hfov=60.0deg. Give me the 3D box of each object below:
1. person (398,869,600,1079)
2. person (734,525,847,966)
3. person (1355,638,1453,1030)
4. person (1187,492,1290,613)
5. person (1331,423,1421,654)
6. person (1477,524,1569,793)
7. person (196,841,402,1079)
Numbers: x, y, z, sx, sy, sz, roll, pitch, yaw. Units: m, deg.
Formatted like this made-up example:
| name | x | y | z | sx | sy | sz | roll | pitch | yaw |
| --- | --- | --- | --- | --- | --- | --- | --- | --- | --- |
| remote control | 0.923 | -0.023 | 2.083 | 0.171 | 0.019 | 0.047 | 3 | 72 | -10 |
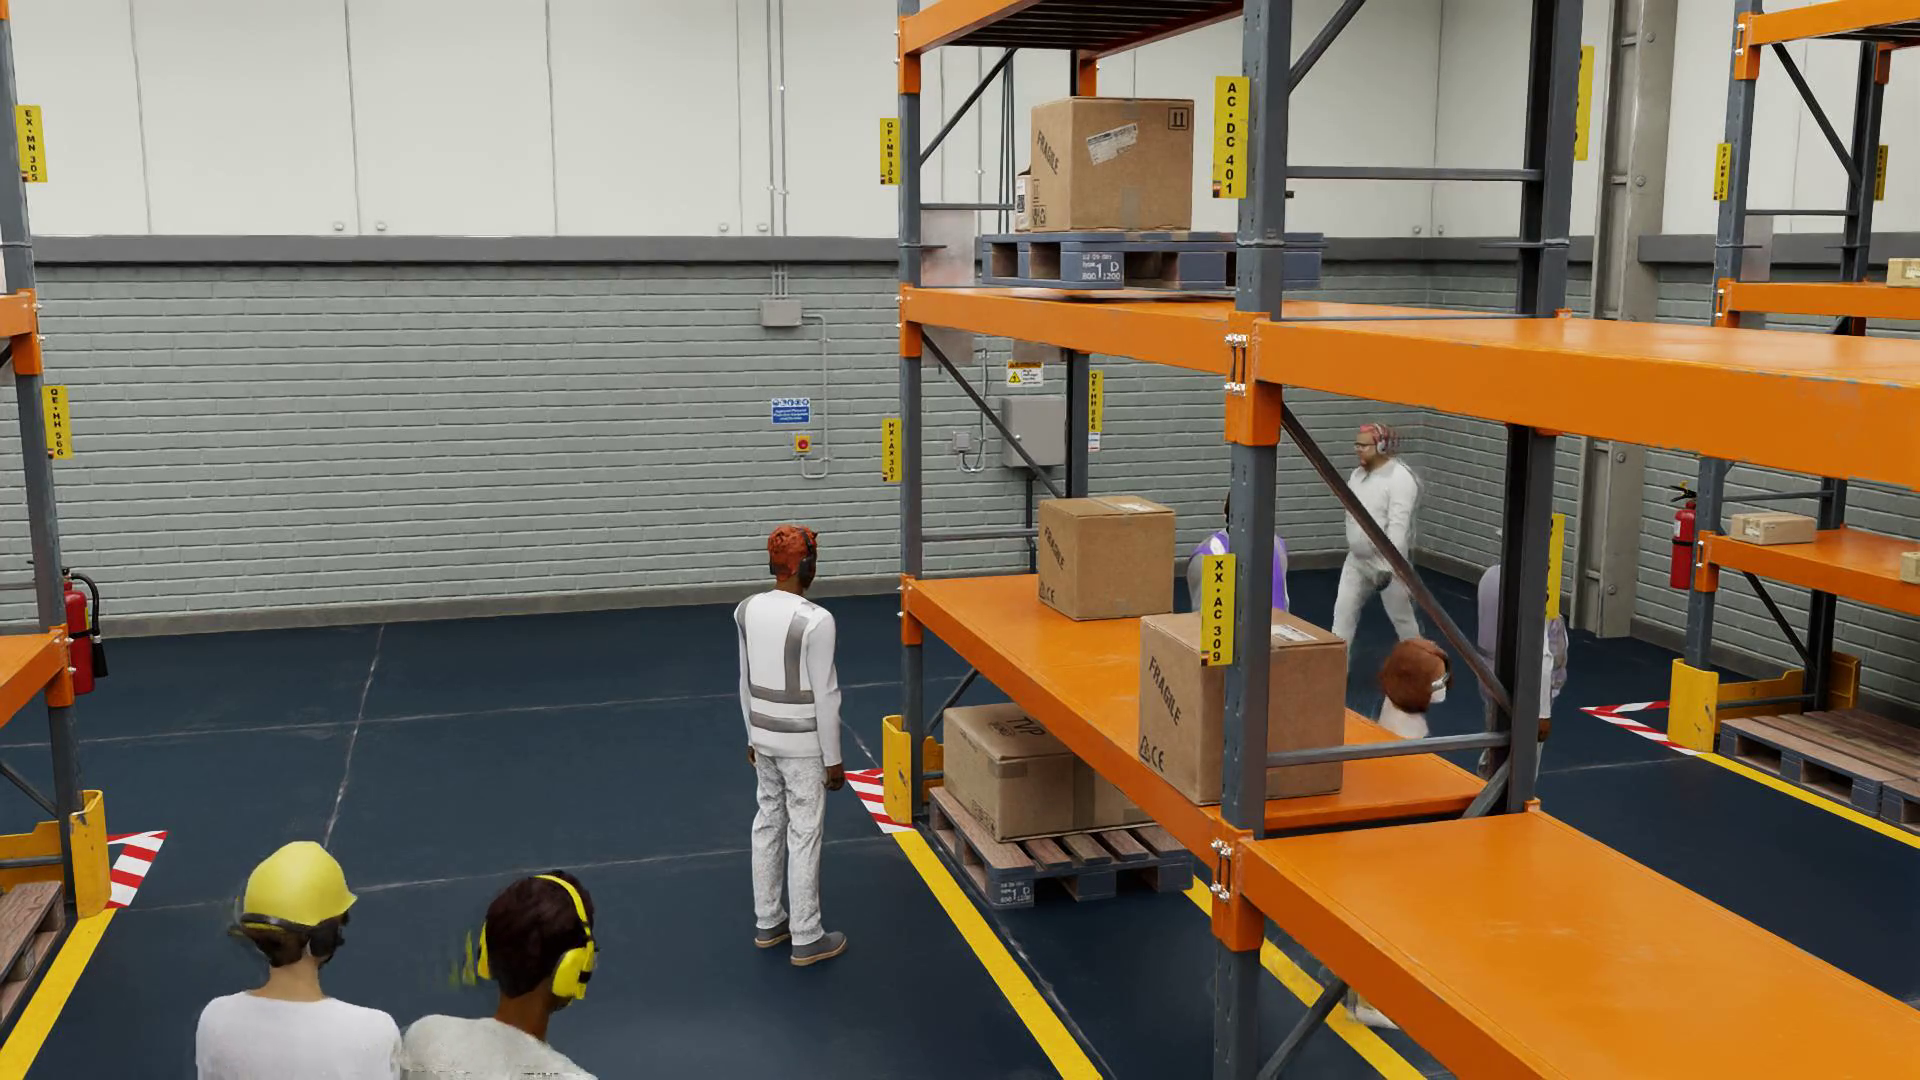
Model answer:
| name | x | y | z | sx | sy | sz | roll | pitch | yaw |
| --- | --- | --- | --- | --- | --- | --- | --- | --- | --- |
| person | -0.889 | 1.552 | 3.295 | 0.562 | 1.837 | 0.436 | 5 | 11 | 28 |
| person | -0.717 | 0.866 | 7.103 | 0.575 | 1.880 | 0.358 | 9 | 13 | 42 |
| person | 1.686 | 1.137 | 6.310 | 0.376 | 1.602 | 0.537 | 3 | 10 | 16 |
| person | 1.474 | 0.617 | 8.661 | 0.620 | 1.836 | 0.429 | -7 | 12 | -33 |
| person | 2.841 | 0.131 | 11.358 | 0.988 | 1.861 | 0.650 | -5 | 11 | -28 |
| person | 2.691 | 0.733 | 7.981 | 0.404 | 1.835 | 0.590 | -1 | 10 | -6 |
| person | -1.459 | 1.538 | 3.628 | 0.517 | 1.747 | 0.659 | 4 | 11 | 21 |
